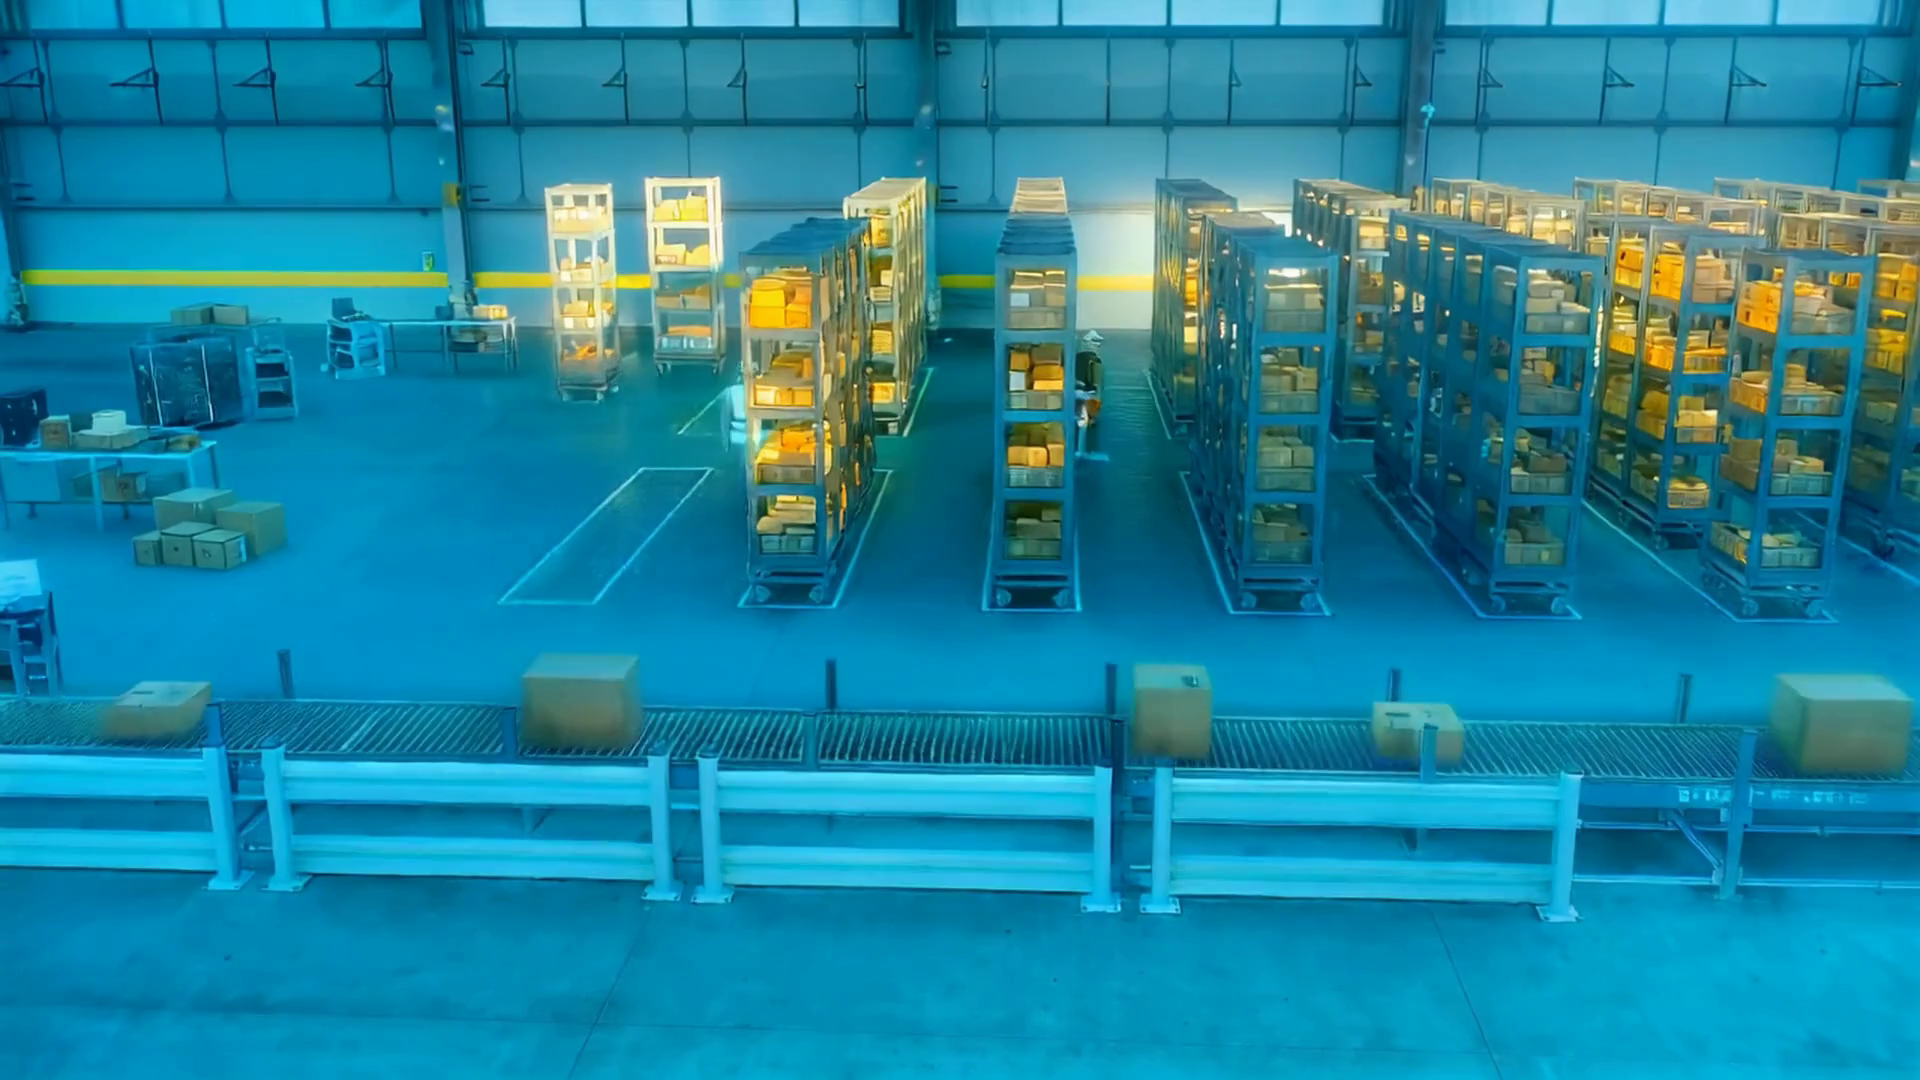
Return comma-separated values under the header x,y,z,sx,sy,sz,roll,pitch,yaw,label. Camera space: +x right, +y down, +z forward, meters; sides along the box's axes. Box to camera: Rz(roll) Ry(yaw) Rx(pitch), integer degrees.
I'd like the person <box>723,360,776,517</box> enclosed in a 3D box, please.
x,y,z,sx,sy,sz,roll,pitch,yaw,label
-2.593,-1.301,20.772,0.640,1.892,0.994,4,16,13,person

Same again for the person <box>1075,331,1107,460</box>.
x,y,z,sx,sy,sz,roll,pitch,yaw,label
1.867,-2.054,23.687,0.404,1.833,0.600,-10,18,-33,person
